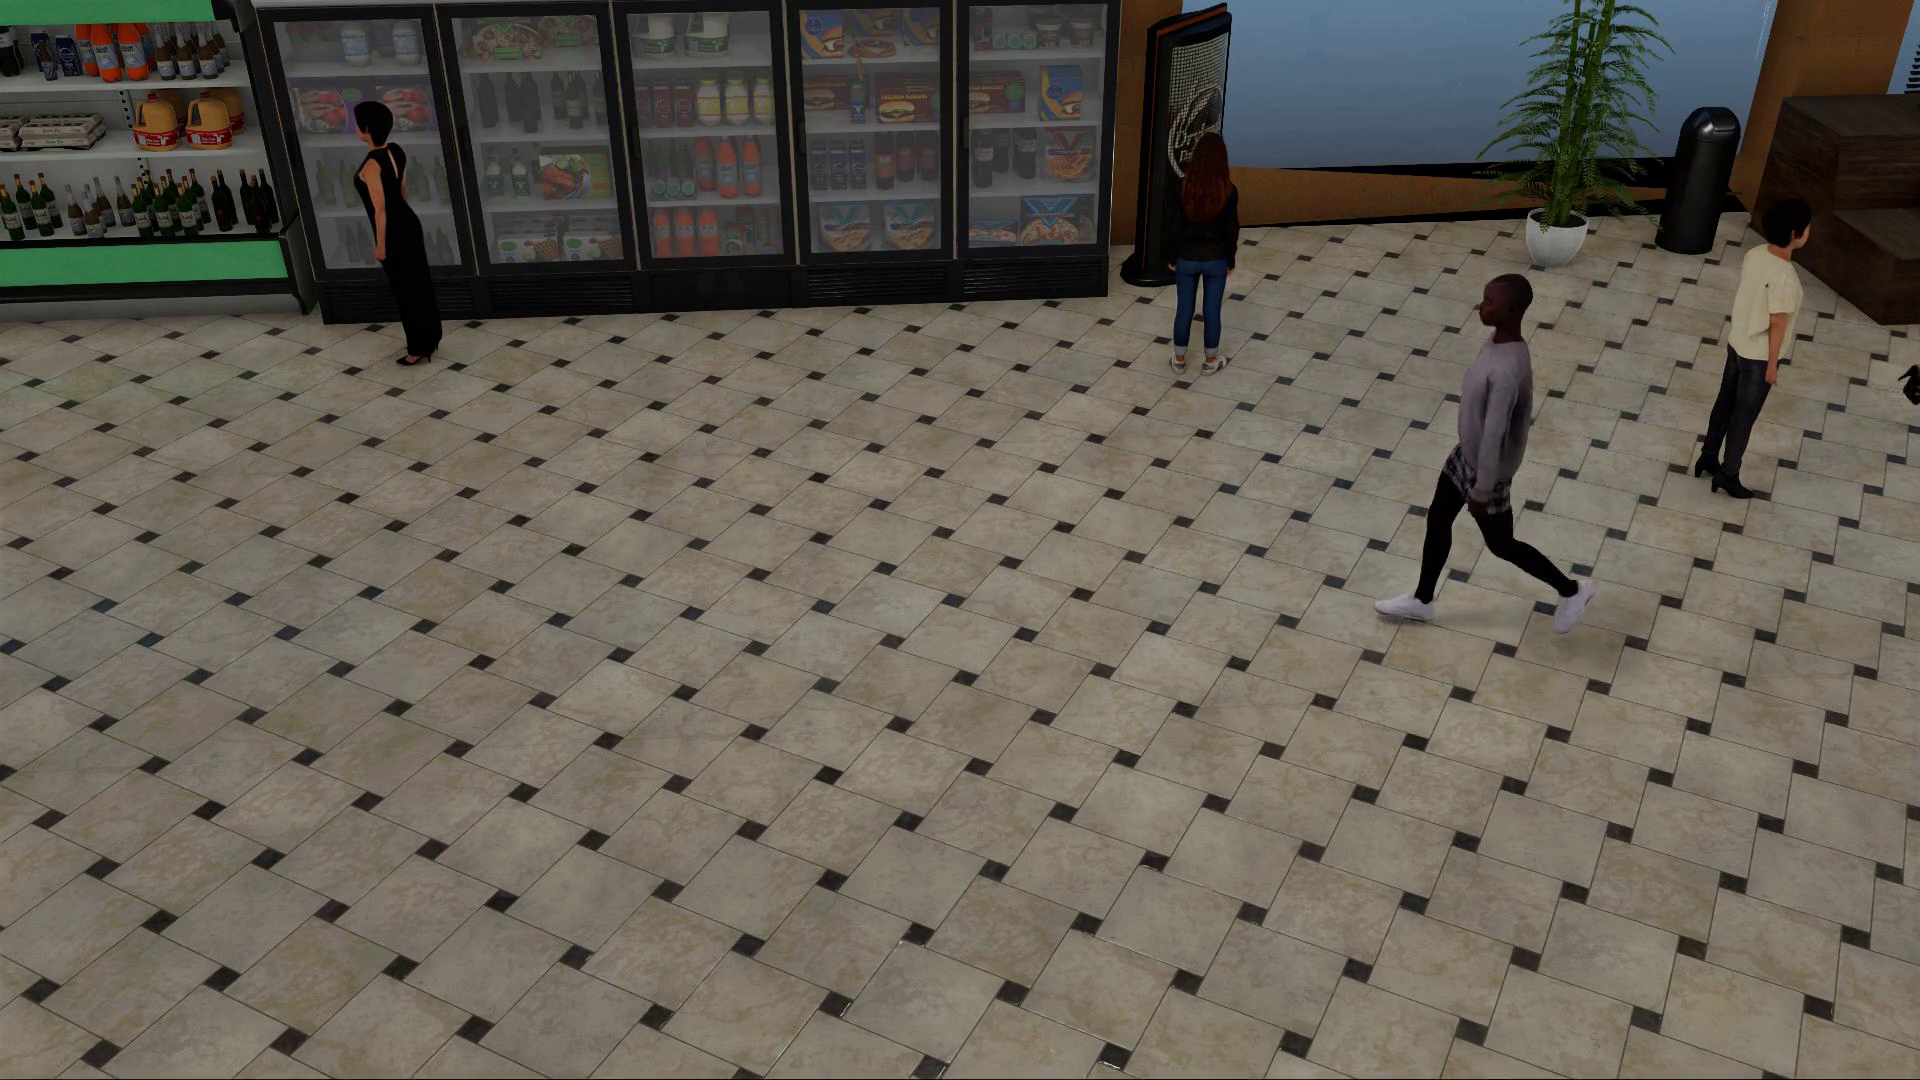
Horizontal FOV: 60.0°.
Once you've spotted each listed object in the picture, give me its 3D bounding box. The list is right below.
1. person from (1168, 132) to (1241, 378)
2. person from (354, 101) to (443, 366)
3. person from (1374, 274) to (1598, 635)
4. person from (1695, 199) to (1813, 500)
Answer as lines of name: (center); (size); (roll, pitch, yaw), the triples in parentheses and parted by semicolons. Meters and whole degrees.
person: (1.421, -1.664, 9.752); (0.533, 1.483, 0.672); (6, 32, 9)
person: (-3.338, -1.813, 9.879); (0.584, 1.602, 0.619); (4, 32, 7)
person: (2.441, -0.317, 7.349); (1.235, 1.735, 0.802); (3, 32, 5)
person: (4.088, -0.979, 8.551); (0.480, 1.589, 0.600); (-1, 32, -2)
